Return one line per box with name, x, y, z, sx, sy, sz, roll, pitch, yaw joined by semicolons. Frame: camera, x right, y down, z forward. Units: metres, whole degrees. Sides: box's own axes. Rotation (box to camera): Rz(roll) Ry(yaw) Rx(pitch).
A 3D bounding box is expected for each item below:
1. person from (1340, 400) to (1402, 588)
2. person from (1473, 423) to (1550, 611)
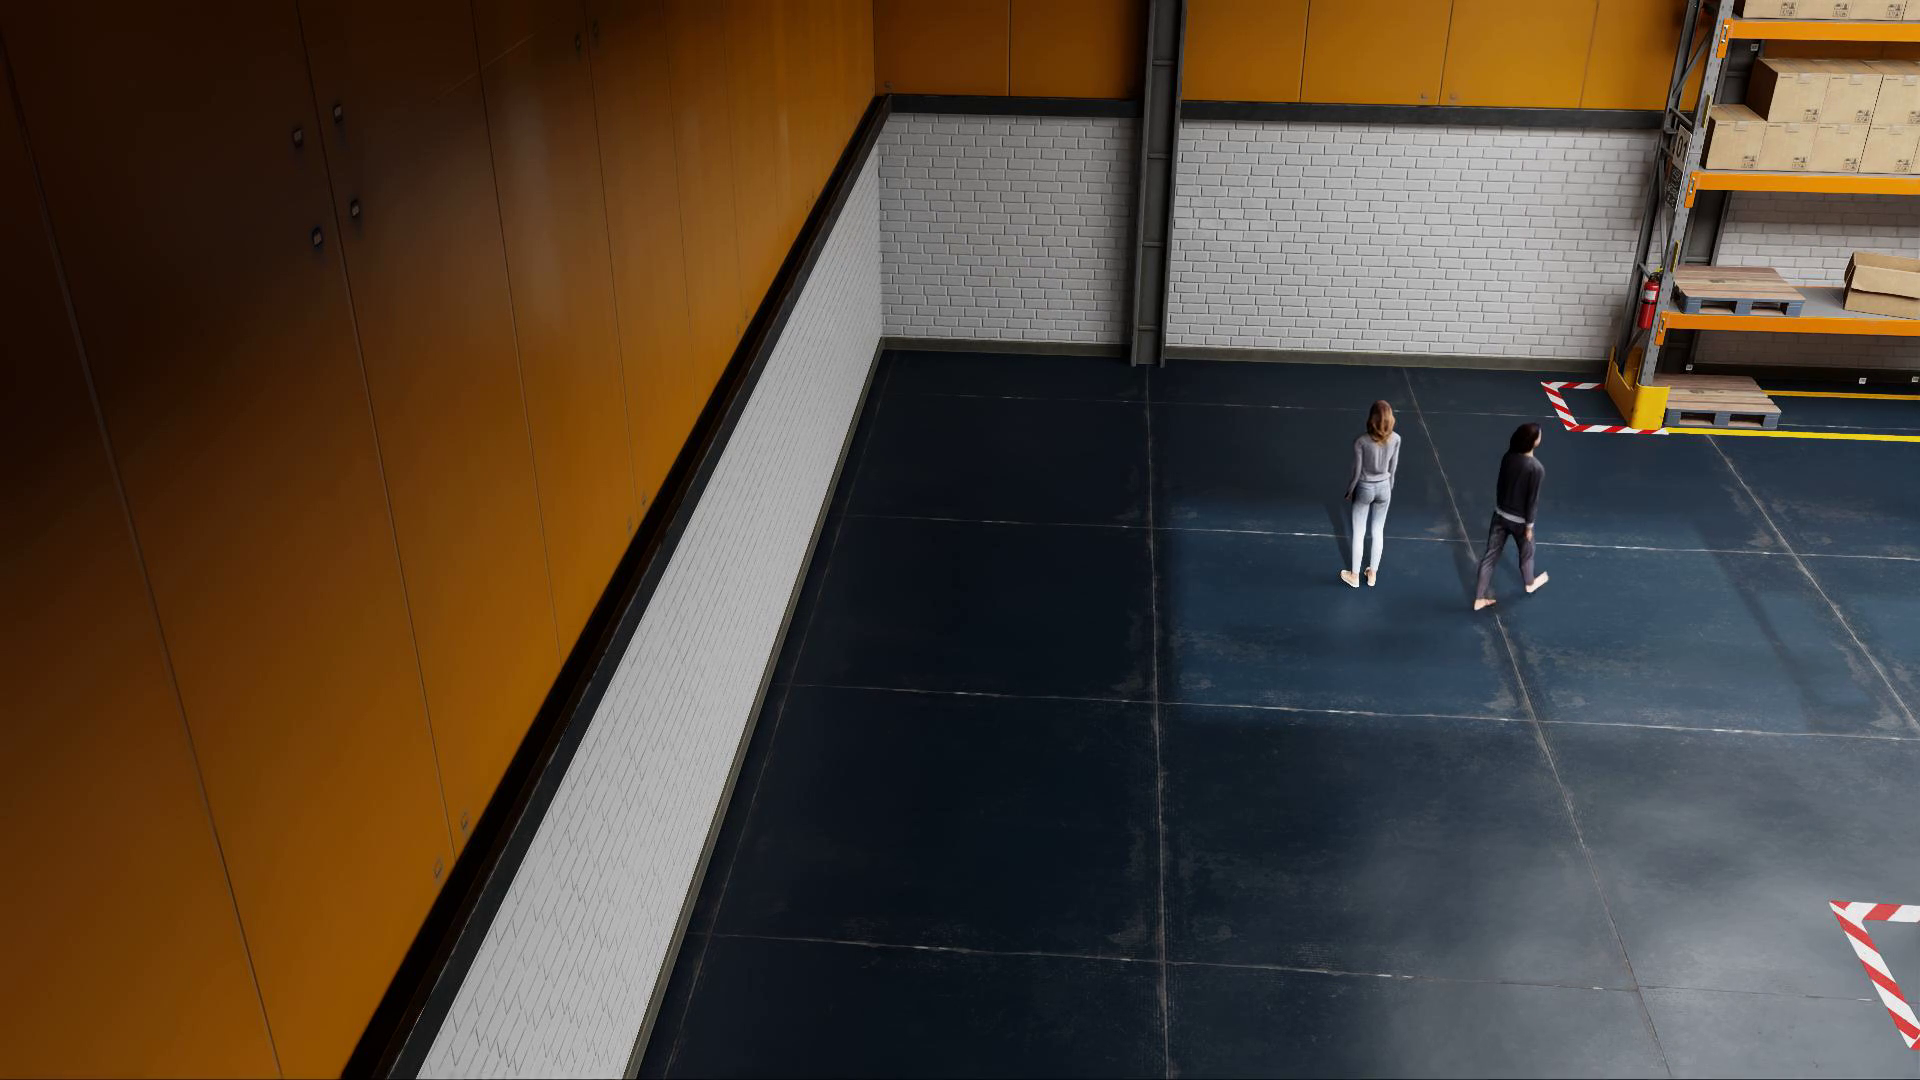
person;3.638;-0.413;14.722;0.537;1.796;0.698;-5;29;-8
person;4.710;-0.161;14.332;1.131;1.728;1.036;-19;34;-31
